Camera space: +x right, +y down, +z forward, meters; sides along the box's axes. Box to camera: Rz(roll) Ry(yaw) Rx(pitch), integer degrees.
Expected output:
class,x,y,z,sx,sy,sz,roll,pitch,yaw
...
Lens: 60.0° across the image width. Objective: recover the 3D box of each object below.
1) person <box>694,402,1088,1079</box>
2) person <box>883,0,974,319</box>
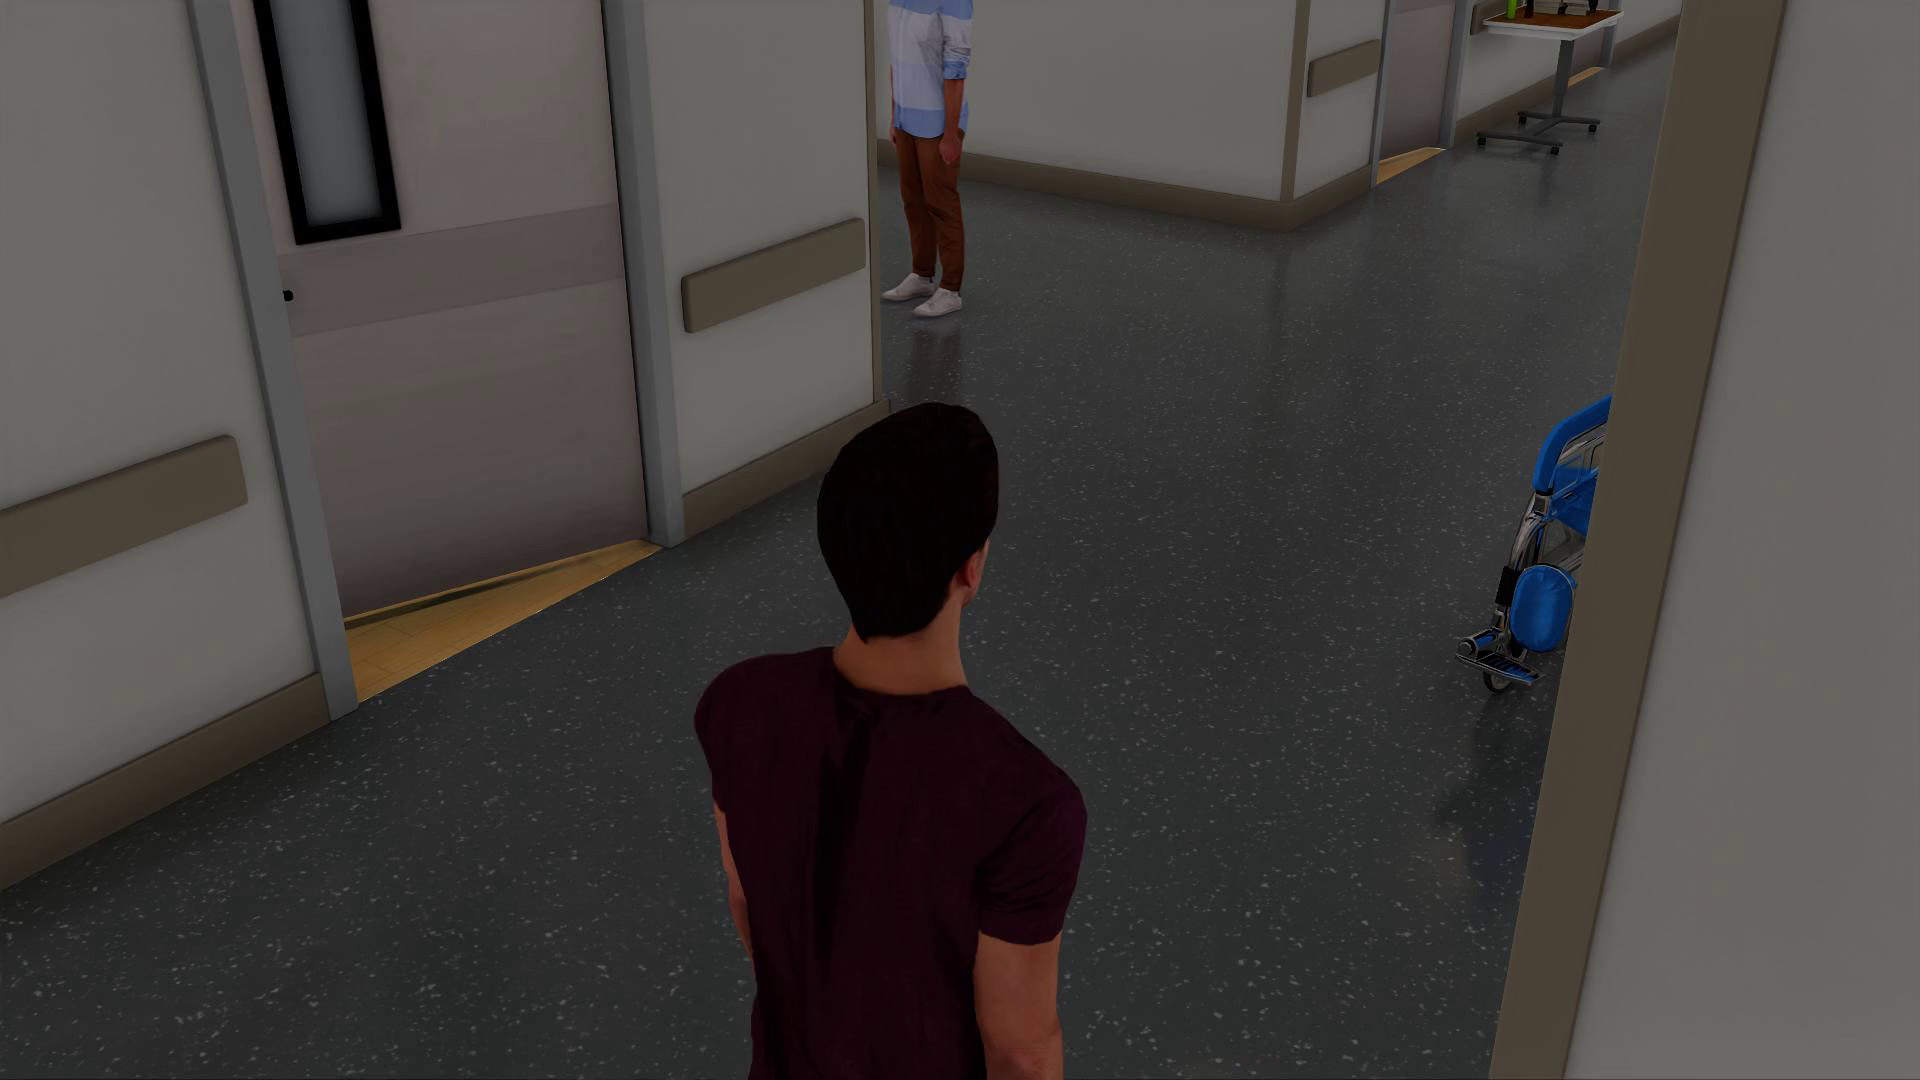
class,x,y,z,sx,sy,sz,roll,pitch,yaw
person,-0.141,0.755,2.033,0.830,1.812,1.211,11,28,22
person,-0.143,-1.964,7.659,0.701,1.823,0.748,-18,31,-32
